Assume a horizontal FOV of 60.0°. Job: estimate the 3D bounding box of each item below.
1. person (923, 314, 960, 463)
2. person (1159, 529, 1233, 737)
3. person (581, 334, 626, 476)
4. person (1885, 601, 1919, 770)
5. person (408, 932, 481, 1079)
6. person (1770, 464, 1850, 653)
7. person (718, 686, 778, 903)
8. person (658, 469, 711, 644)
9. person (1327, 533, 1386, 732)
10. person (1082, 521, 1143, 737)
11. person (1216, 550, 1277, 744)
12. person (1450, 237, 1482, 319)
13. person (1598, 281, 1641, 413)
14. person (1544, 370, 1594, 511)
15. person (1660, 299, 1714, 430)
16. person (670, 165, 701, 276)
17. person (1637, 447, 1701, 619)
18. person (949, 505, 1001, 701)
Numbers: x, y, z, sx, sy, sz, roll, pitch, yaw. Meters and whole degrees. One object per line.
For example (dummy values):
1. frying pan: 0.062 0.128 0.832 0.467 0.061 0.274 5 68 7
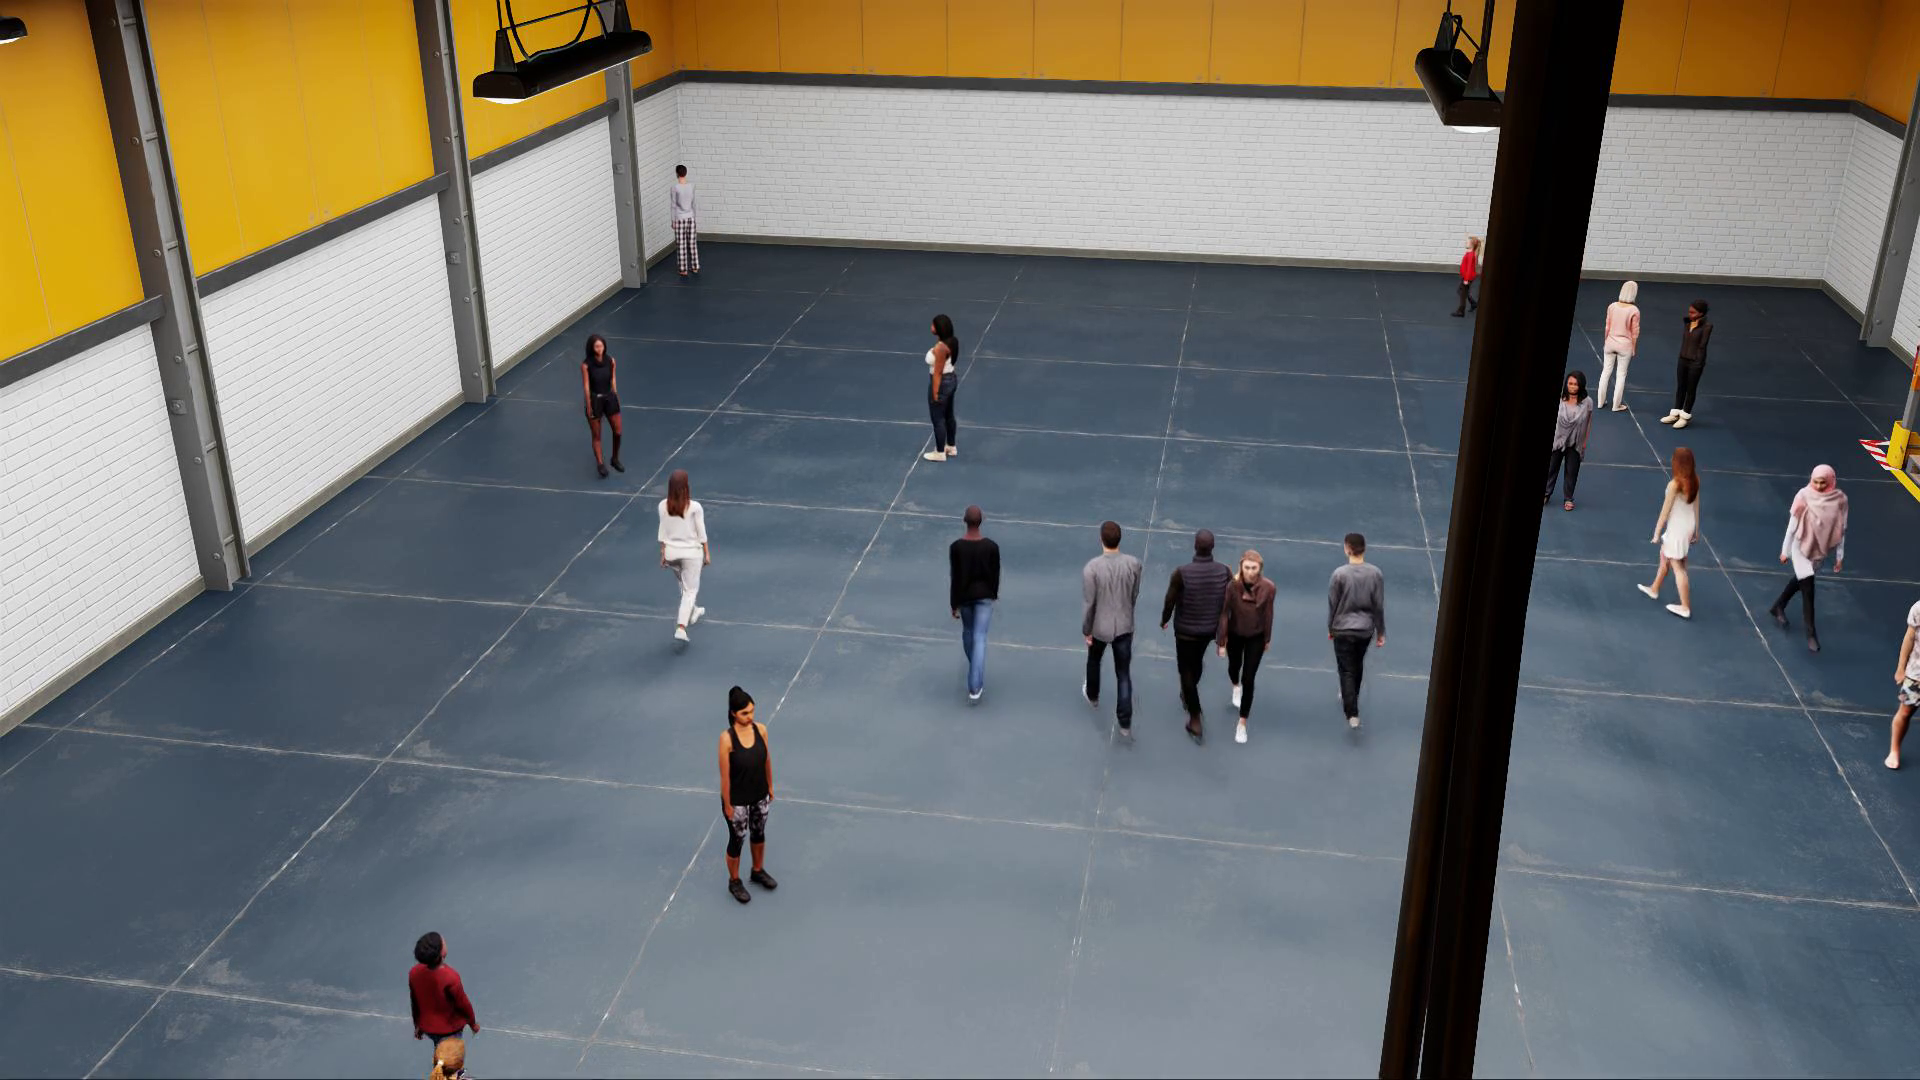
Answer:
1. person: -0.166 -1.853 20.114 0.764 1.807 0.618 10 25 21
2. person: 1.993 0.793 14.058 0.947 1.808 1.160 -5 24 -11
3. person: -4.270 -1.604 19.642 0.740 1.728 0.798 -14 27 -29
4. person: 7.905 1.030 13.512 0.703 1.811 0.624 8 25 17
5. person: -3.121 2.916 9.903 0.578 1.246 0.669 10 26 22
6. person: 7.986 0.114 15.702 0.769 1.735 1.244 1 24 1
7. person: -1.544 1.804 11.926 0.619 1.662 0.713 -21 31 -40
8. person: -2.613 0.177 15.656 0.638 1.657 1.067 6 24 13
9. person: 3.340 0.815 14.105 0.810 1.730 1.110 1 24 1
10. person: 1.315 0.784 14.056 0.879 1.826 1.251 -2 24 -6
11. person: 2.433 0.817 14.188 0.604 1.660 1.087 4 24 9
12. person: 7.951 -4.092 25.896 0.563 1.276 0.602 5 24 11
13. person: 8.648 -2.554 21.819 0.683 1.724 0.703 21 32 40
14. person: 6.844 -1.150 18.750 0.695 1.610 0.725 10 26 22
15. person: 9.363 -2.278 21.269 0.761 1.659 0.700 -20 31 -38
16. person: -4.685 -5.450 28.294 0.674 1.845 0.757 -19 30 -37
17. person: 7.054 -0.050 16.154 0.905 1.673 1.002 -13 27 -27
18. person: 0.141 0.578 14.687 0.664 1.698 1.200 2 24 4
